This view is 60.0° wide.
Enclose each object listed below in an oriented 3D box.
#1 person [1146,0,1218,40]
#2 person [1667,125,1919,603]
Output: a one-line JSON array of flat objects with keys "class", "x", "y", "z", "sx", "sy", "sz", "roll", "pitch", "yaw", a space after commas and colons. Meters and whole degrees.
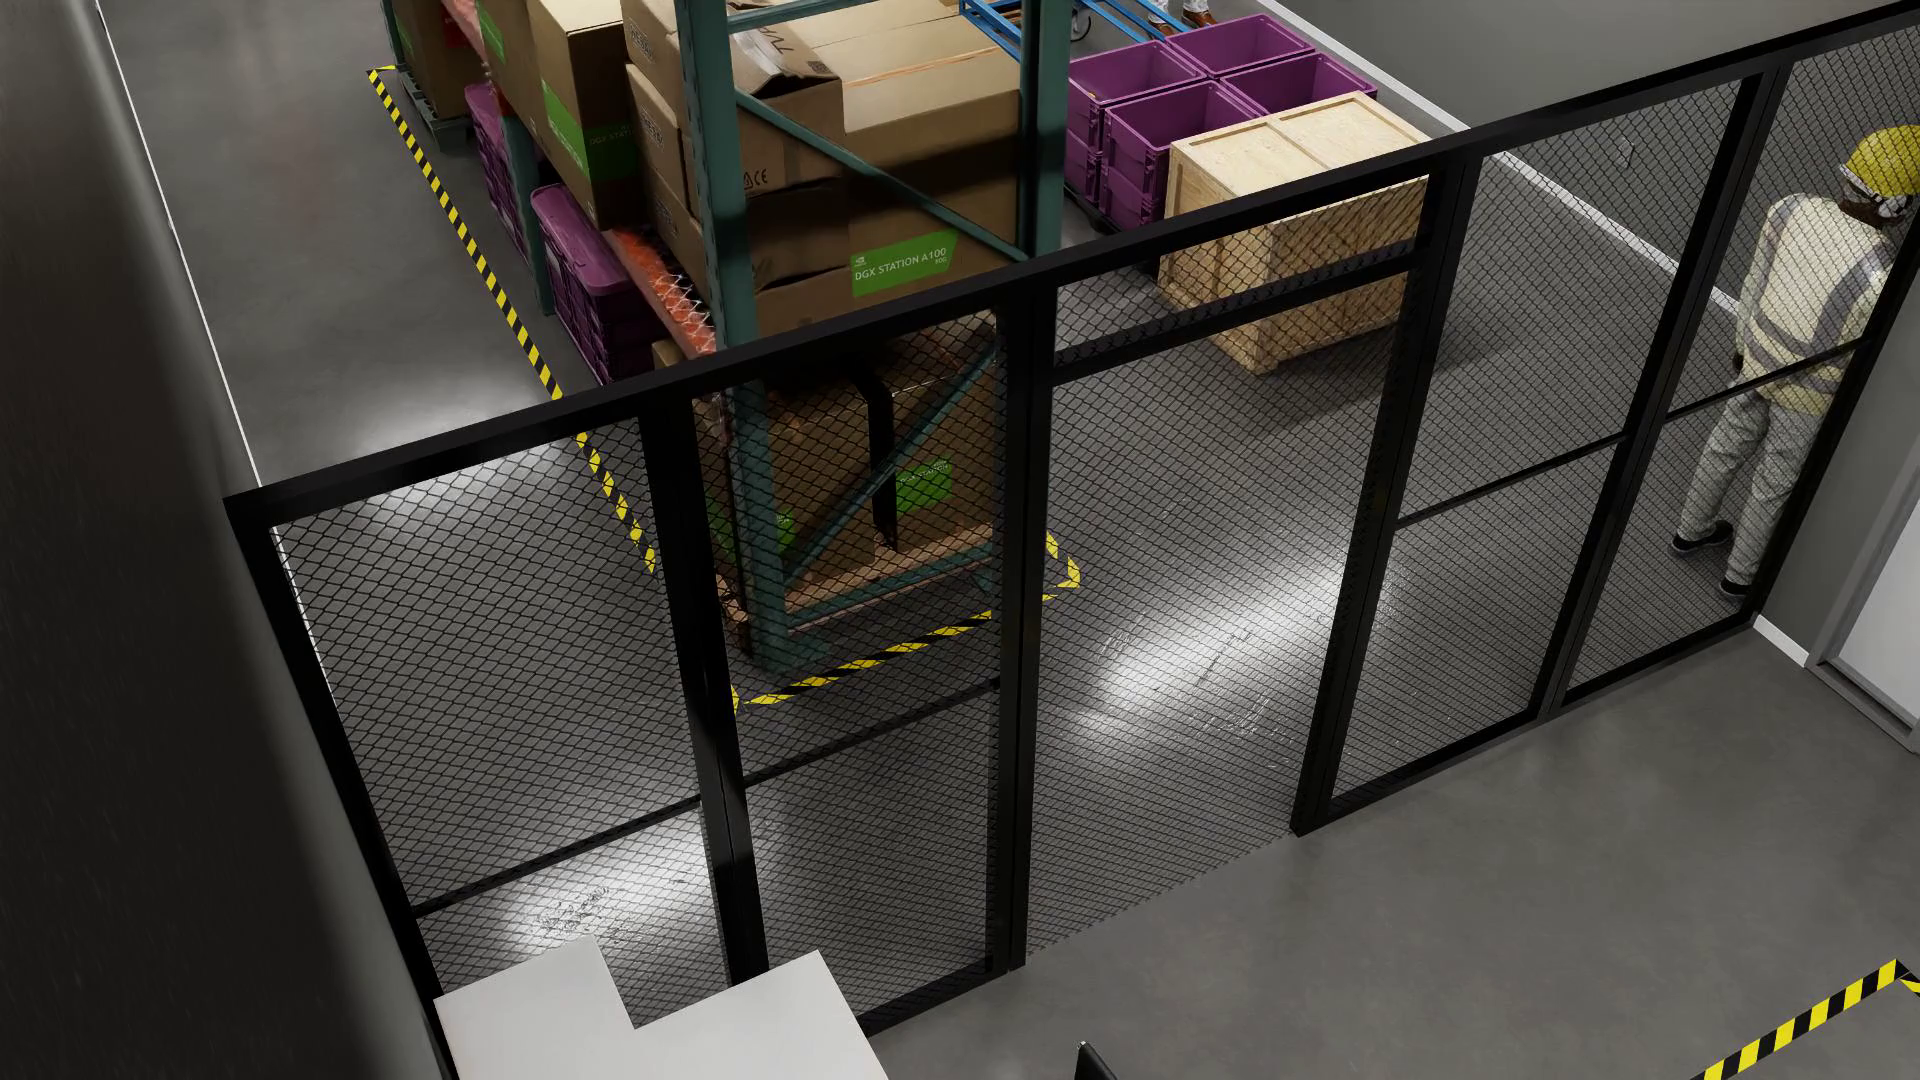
[{"class": "person", "x": 1.271, "y": -3.623, "z": 8.908, "sx": 0.636, "sy": 1.939, "sz": 0.363, "roll": -22, "pitch": 47, "yaw": -22}, {"class": "person", "x": 2.859, "y": -0.569, "z": 5.645, "sx": 0.404, "sy": 1.833, "sz": 0.593, "roll": -14, "pitch": 44, "yaw": -15}]
